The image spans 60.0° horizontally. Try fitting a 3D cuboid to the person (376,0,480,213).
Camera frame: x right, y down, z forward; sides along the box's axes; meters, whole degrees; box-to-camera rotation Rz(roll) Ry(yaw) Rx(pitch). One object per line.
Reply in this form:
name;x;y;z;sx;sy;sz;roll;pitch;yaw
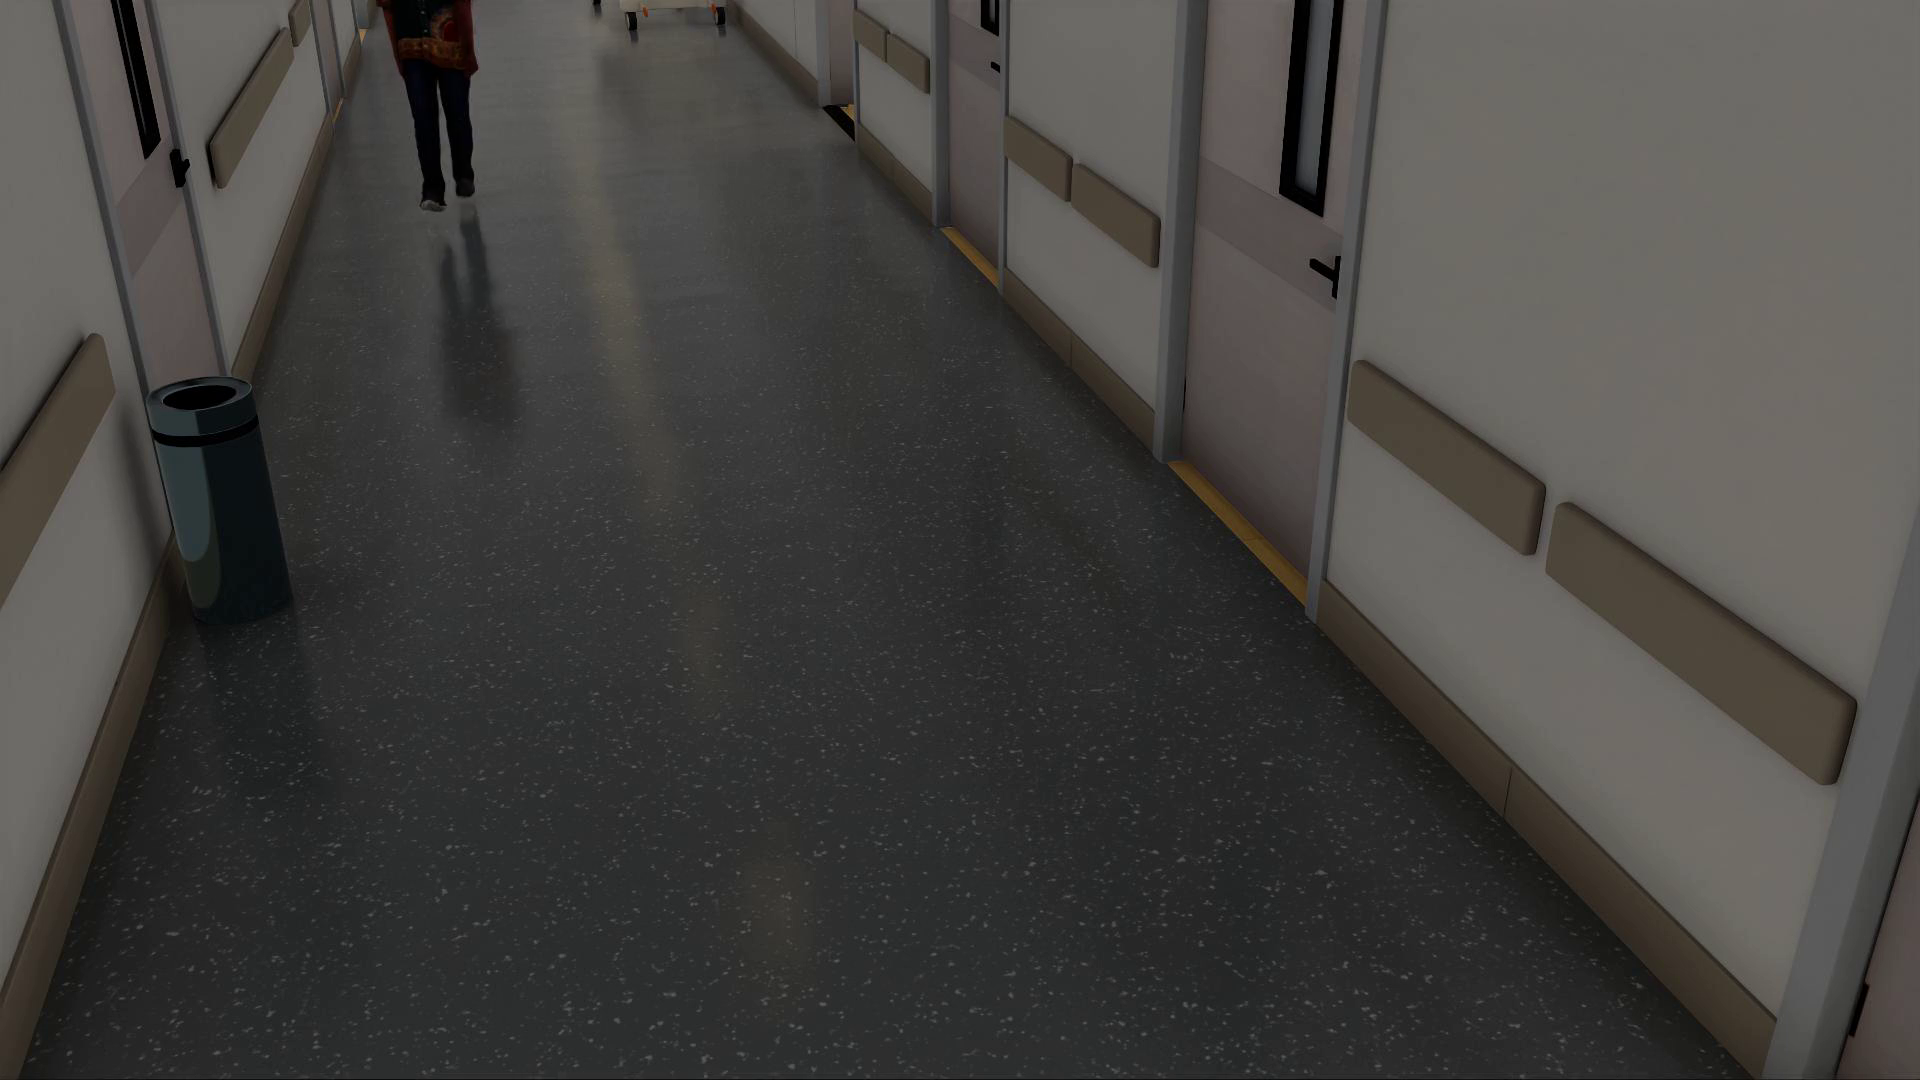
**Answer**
person;-2.962;-2.786;9.440;1.071;1.762;0.812;-5;26;-10
